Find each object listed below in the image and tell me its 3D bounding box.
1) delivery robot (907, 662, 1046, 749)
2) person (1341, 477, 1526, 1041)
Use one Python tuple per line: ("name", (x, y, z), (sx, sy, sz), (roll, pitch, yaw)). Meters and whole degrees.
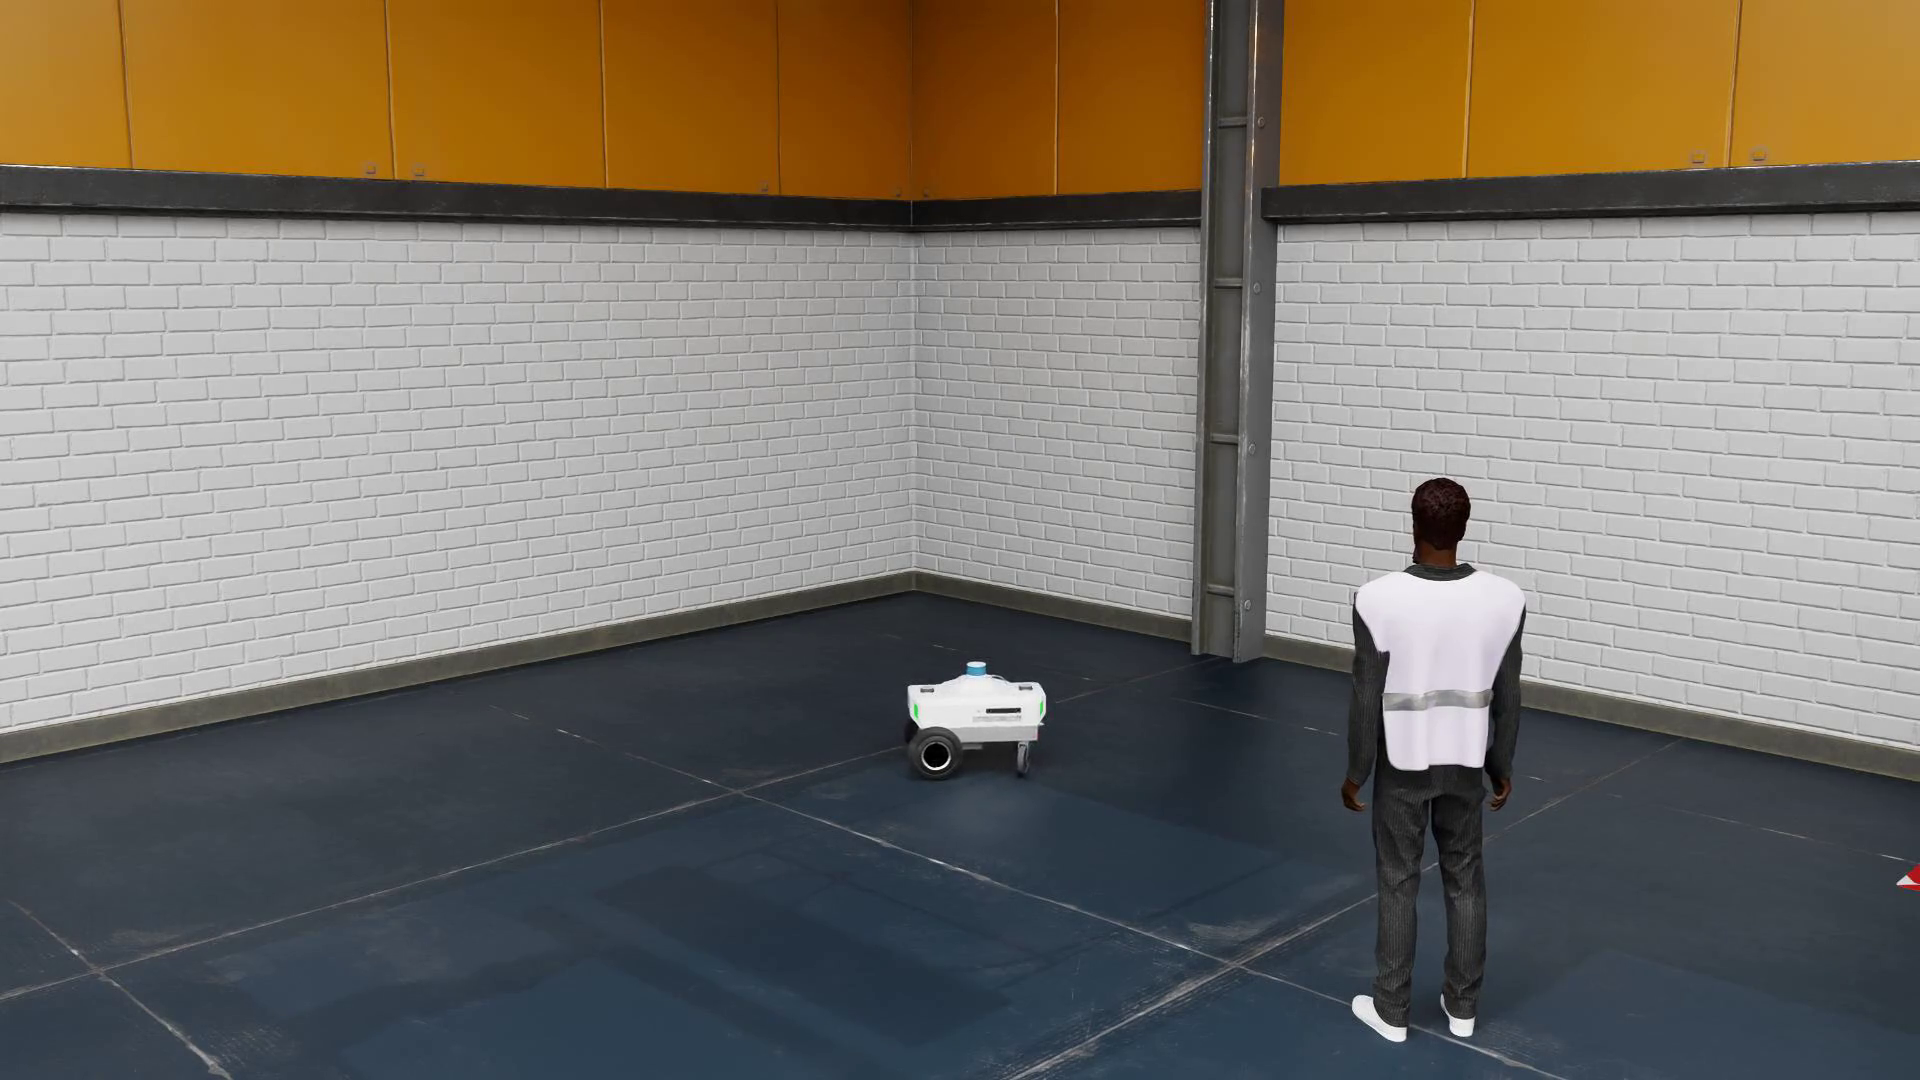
("delivery robot", (0.087, 0.879, 8.679), (0.707, 0.478, 0.477), (-1, 9, -6))
("person", (1.590, 0.747, 5.607), (0.596, 1.918, 0.382), (-1, 9, -6))
